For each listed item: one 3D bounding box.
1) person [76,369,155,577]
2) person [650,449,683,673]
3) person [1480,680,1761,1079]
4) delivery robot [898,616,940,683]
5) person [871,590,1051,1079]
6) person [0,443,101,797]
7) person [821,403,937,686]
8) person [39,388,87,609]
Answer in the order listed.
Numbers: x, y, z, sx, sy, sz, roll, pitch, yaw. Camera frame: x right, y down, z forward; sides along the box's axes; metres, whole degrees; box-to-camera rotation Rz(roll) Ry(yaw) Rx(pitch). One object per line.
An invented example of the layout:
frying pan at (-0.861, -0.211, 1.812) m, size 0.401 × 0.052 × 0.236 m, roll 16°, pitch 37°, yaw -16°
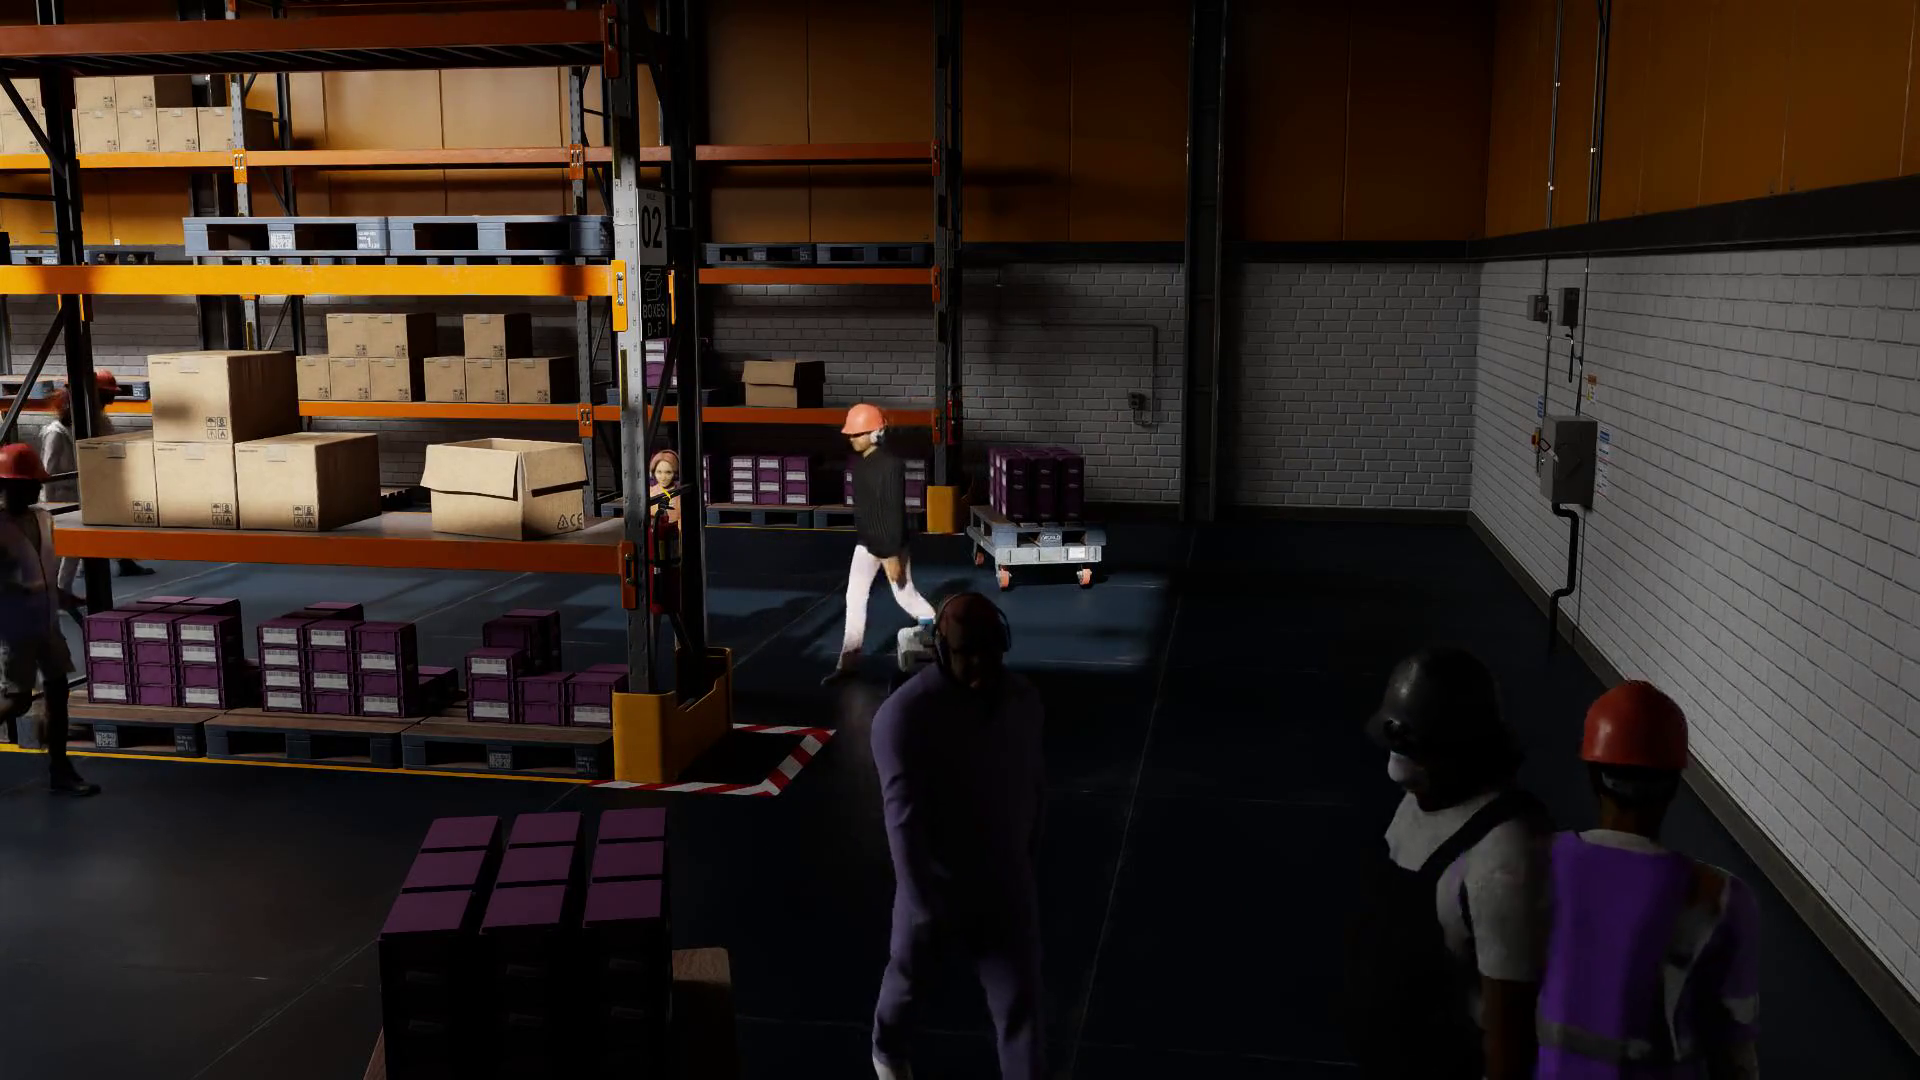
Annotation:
person at (-7.834, -0.601, 15.211) m, size 0.573 × 1.930 × 0.562 m, roll -6°, pitch 11°, yaw -31°
person at (-1.933, 0.216, 10.986) m, size 0.514 × 1.639 × 0.310 m, roll -2°, pitch 9°, yaw -14°
person at (1.425, 1.262, 3.633) m, size 0.569 × 1.909 × 0.486 m, roll 7°, pitch 11°, yaw 37°
delivery robot at (-0.223, 0.736, 10.826) m, size 0.477 × 0.478 × 0.707 m, roll -1°, pitch 9°, yaw -5°
person at (0.003, 1.047, 5.239) m, size 0.634 × 1.848 × 1.061 m, roll -5°, pitch 10°, yaw -28°
person at (-5.013, 0.441, 8.766) m, size 0.720 × 1.920 × 0.549 m, roll 1°, pitch 9°, yaw 9°
person at (-0.465, 0.006, 11.426) m, size 1.062 × 1.937 × 0.615 m, roll -7°, pitch 12°, yaw -39°
person at (-7.407, -0.308, 13.645) m, size 0.426 × 1.846 × 0.744 m, roll -2°, pitch 9°, yaw -13°
